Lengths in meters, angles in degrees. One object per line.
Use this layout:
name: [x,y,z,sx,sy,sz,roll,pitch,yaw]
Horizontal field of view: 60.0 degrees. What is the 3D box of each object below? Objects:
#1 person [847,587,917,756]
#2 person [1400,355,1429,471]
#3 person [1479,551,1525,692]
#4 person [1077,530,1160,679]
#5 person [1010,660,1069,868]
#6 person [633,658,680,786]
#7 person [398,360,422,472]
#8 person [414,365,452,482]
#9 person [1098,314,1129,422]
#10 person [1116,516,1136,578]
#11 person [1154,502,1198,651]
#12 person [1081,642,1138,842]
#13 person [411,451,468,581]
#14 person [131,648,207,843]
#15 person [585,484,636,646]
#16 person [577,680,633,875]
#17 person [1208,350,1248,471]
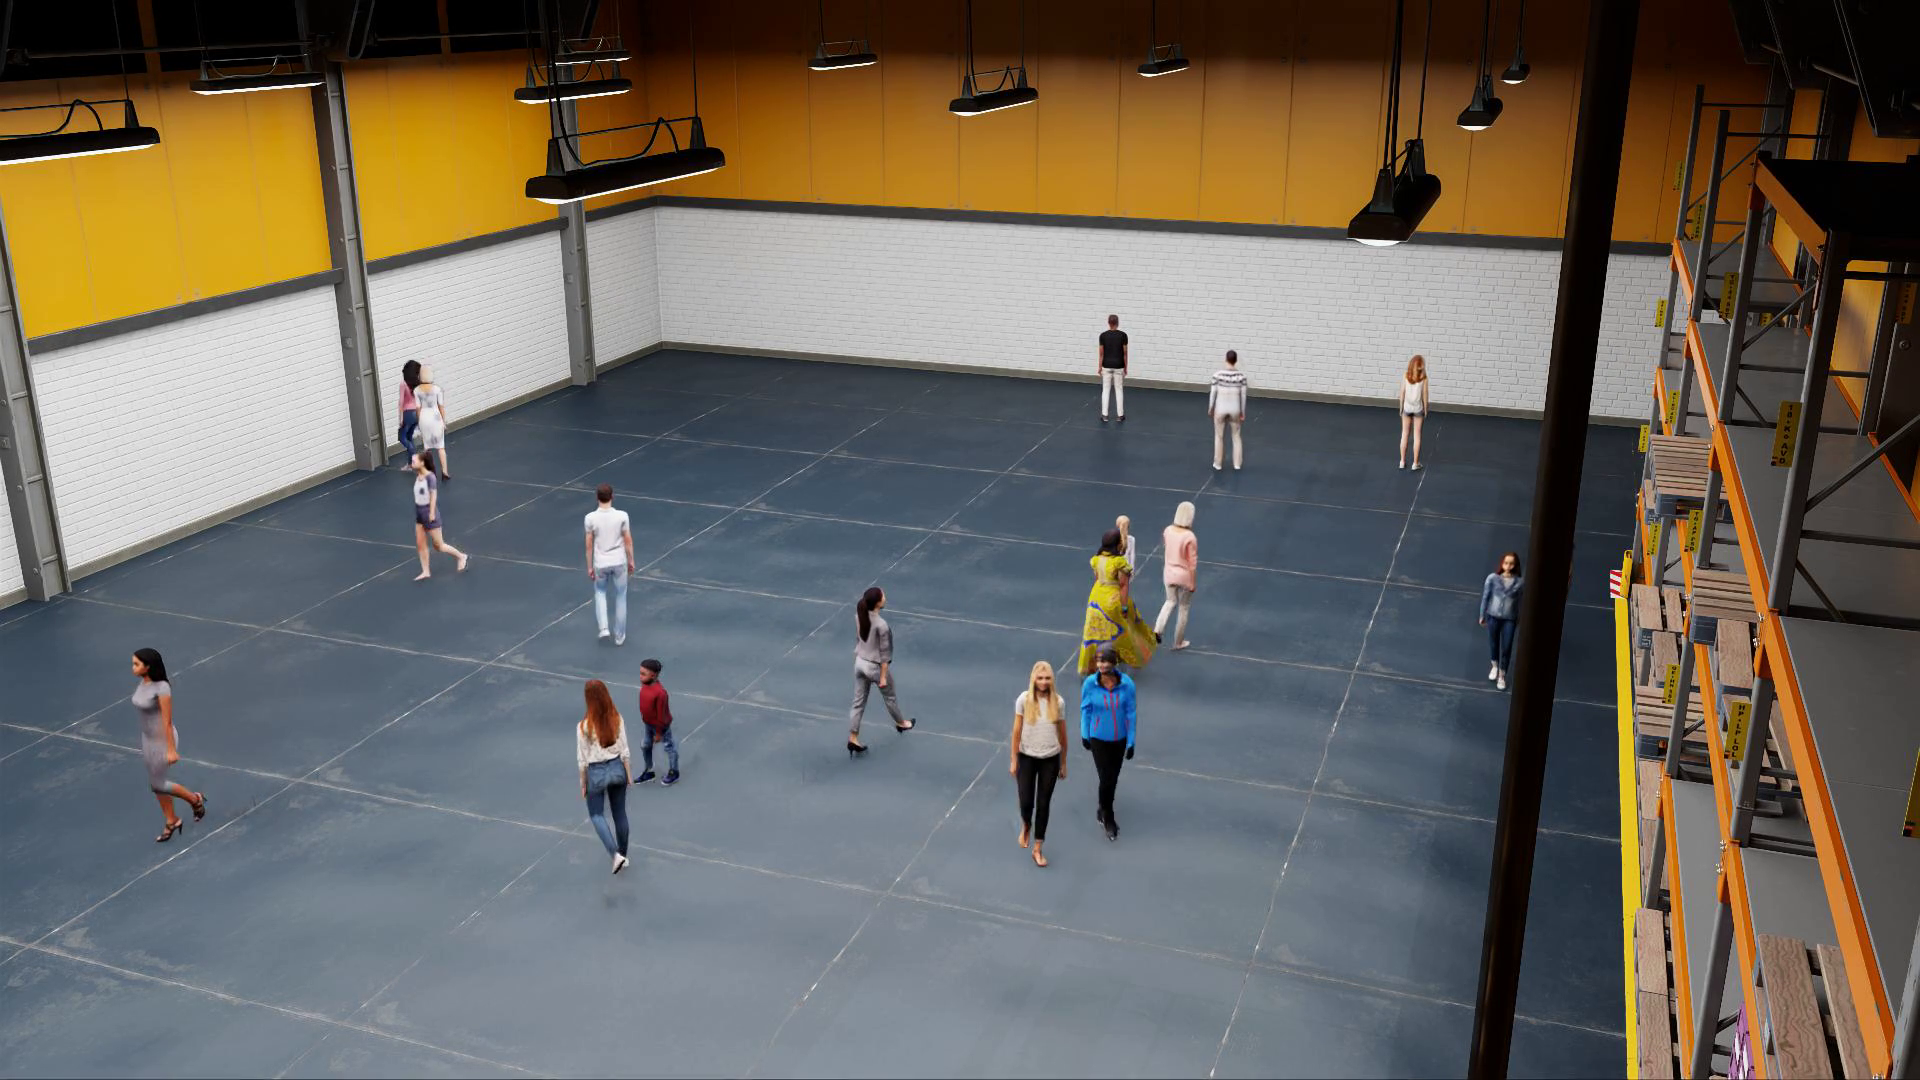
person: [-0.904,1.290,15.867,0.910,1.627,1.177,16,25,40]
person: [6.885,-1.944,25.264,0.598,1.759,0.555,11,21,29]
person: [5.723,0.805,17.577,0.585,1.454,0.847,8,20,23]
person: [1.528,0.721,17.563,1.355,1.623,1.088,-17,25,-41]
person: [0.640,1.829,13.965,0.775,1.819,0.828,-2,19,-6]
person: [-2.740,1.662,15.371,0.634,1.238,0.712,14,23,35]
person: [-8.204,-1.844,25.038,0.685,1.712,0.671,6,19,16]
person: [-7.836,-1.736,24.660,0.637,1.749,0.634,-1,19,-4]
person: [2.582,-2.907,28.052,0.727,1.803,0.701,1,19,3]
person: [1.843,0.356,19.206,0.749,1.265,0.944,-3,19,-8]
person: [2.355,0.421,18.311,0.754,1.714,0.853,17,25,40]
person: [1.251,1.698,14.408,0.764,1.784,0.839,-3,19,-8]
person: [-6.503,-0.305,20.599,0.801,1.628,0.989,17,25,40]
person: [-6.785,1.745,14.289,0.719,1.770,0.807,13,23,34]
person: [-3.874,0.305,18.456,0.790,1.840,0.810,-3,19,-8]
person: [-2.896,1.985,13.667,0.875,1.714,0.920,-8,20,-24]
person: [4.037,-1.950,25.130,0.781,1.856,0.769,0,19,0]
